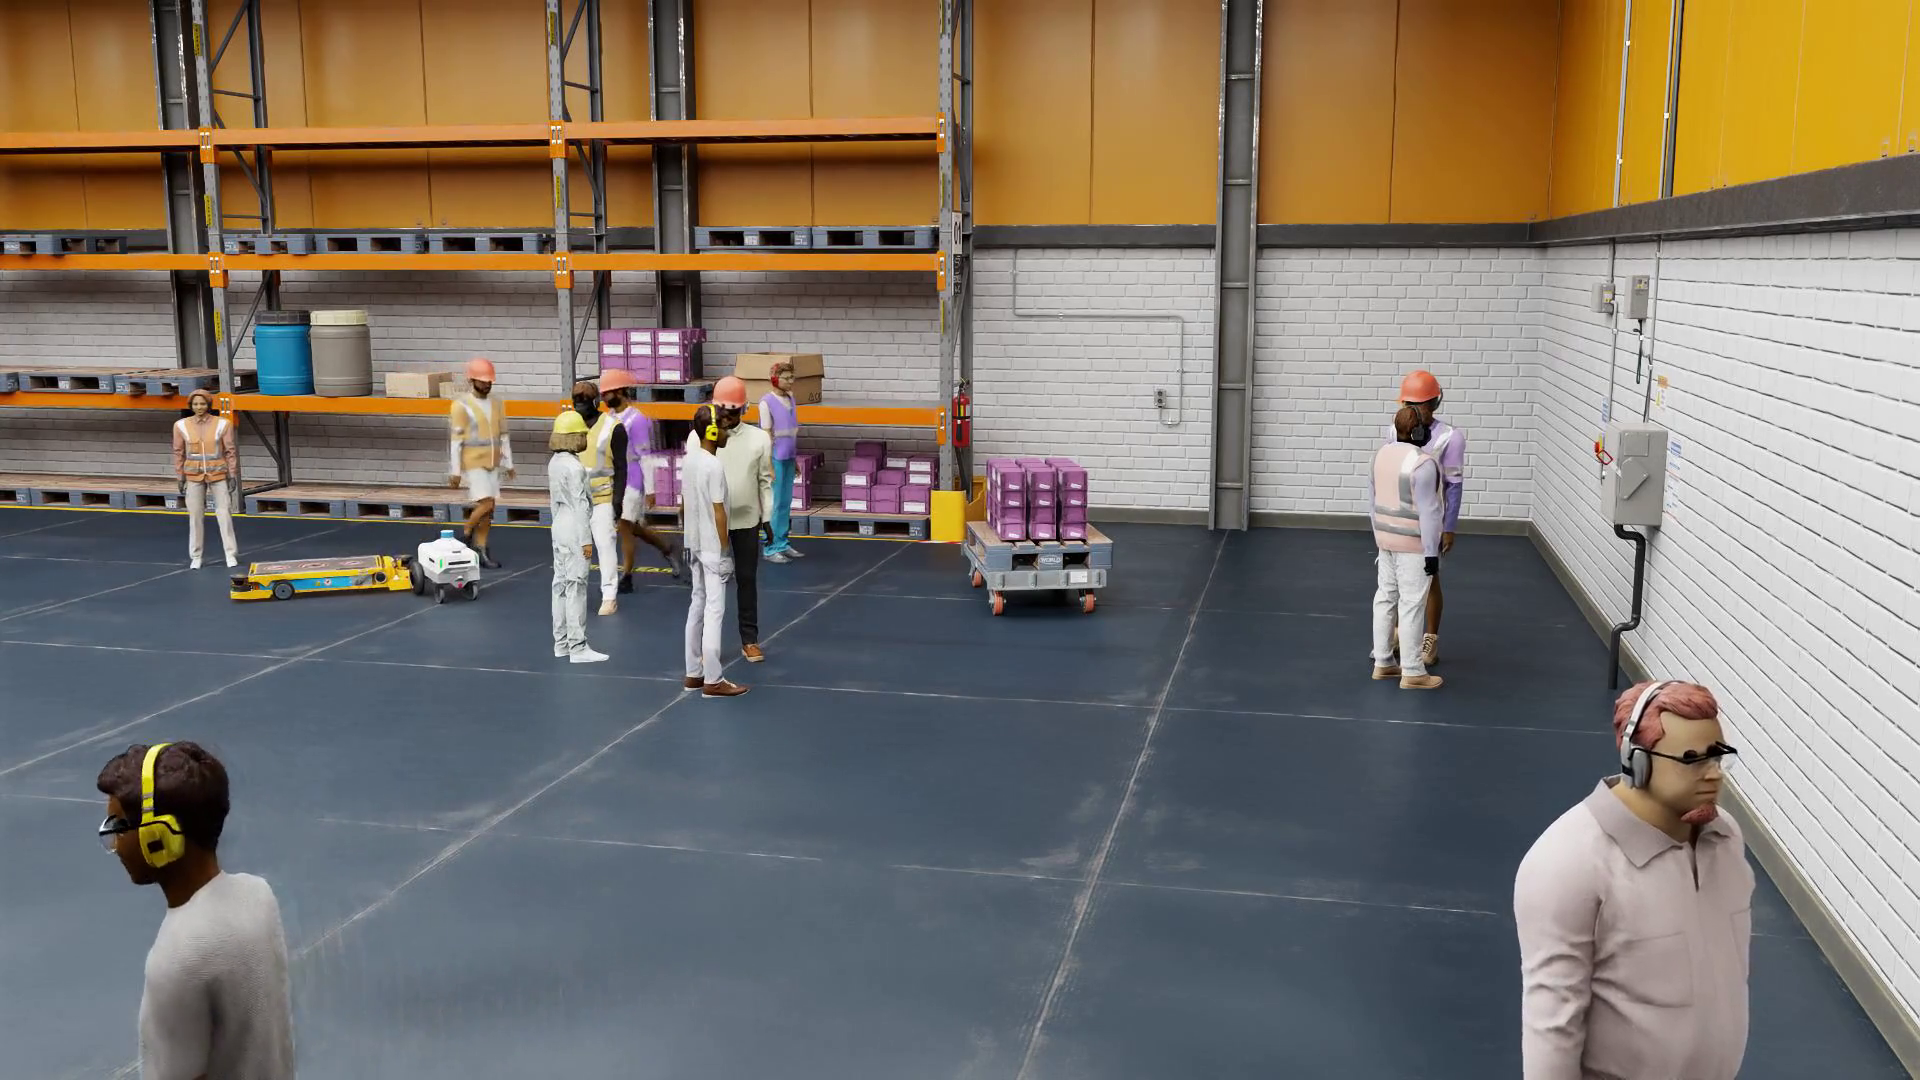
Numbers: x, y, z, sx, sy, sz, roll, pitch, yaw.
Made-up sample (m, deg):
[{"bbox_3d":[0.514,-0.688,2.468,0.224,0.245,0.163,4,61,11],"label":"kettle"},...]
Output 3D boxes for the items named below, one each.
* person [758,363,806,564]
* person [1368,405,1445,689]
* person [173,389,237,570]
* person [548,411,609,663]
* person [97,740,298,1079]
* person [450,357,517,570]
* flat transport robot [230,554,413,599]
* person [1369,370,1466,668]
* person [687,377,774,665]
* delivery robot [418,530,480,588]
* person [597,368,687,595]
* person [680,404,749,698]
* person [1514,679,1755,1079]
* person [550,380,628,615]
[{"bbox_3d":[-1.670,-0.709,15.315,0.379,1.835,0.593,4,10,21],"label":"person"},{"bbox_3d":[2.924,0.042,10.847,0.429,1.844,0.621,-4,10,-22],"label":"person"},{"bbox_3d":[-6.773,-0.545,14.958,0.515,1.628,0.319,-3,10,-18],"label":"person"},{"bbox_3d":[-2.674,-0.025,11.529,0.292,1.745,0.487,-7,12,-36],"label":"person"},{"bbox_3d":[-1.414,1.308,3.333,0.602,1.848,0.552,-1,10,-7],"label":"person"},{"bbox_3d":[-4.272,-0.679,14.886,0.458,1.913,0.547,6,11,30],"label":"person"},{"bbox_3d":[-5.332,0.300,13.960,1.431,0.197,0.652,-4,10,-20],"label":"flat transport robot"},{"bbox_3d":[3.118,-0.143,11.374,0.389,2.034,0.605,-9,13,-42],"label":"person"},{"bbox_3d":[-1.579,-0.131,11.446,0.609,1.985,0.392,-3,10,-16],"label":"person"},{"bbox_3d":[-4.199,0.163,13.655,0.477,0.478,0.707,-6,11,-31],"label":"delivery robot"},{"bbox_3d":[-2.667,-0.501,13.925,0.793,1.901,0.594,-6,12,-34],"label":"person"},{"bbox_3d":[-1.599,0.070,10.621,0.311,1.861,0.533,-7,12,-35],"label":"person"},{"bbox_3d":[1.479,1.231,3.609,0.643,1.910,0.400,-6,11,-31],"label":"person"},{"bbox_3d":[-2.919,-0.321,13.039,0.631,1.849,0.429,2,10,10],"label":"person"}]
